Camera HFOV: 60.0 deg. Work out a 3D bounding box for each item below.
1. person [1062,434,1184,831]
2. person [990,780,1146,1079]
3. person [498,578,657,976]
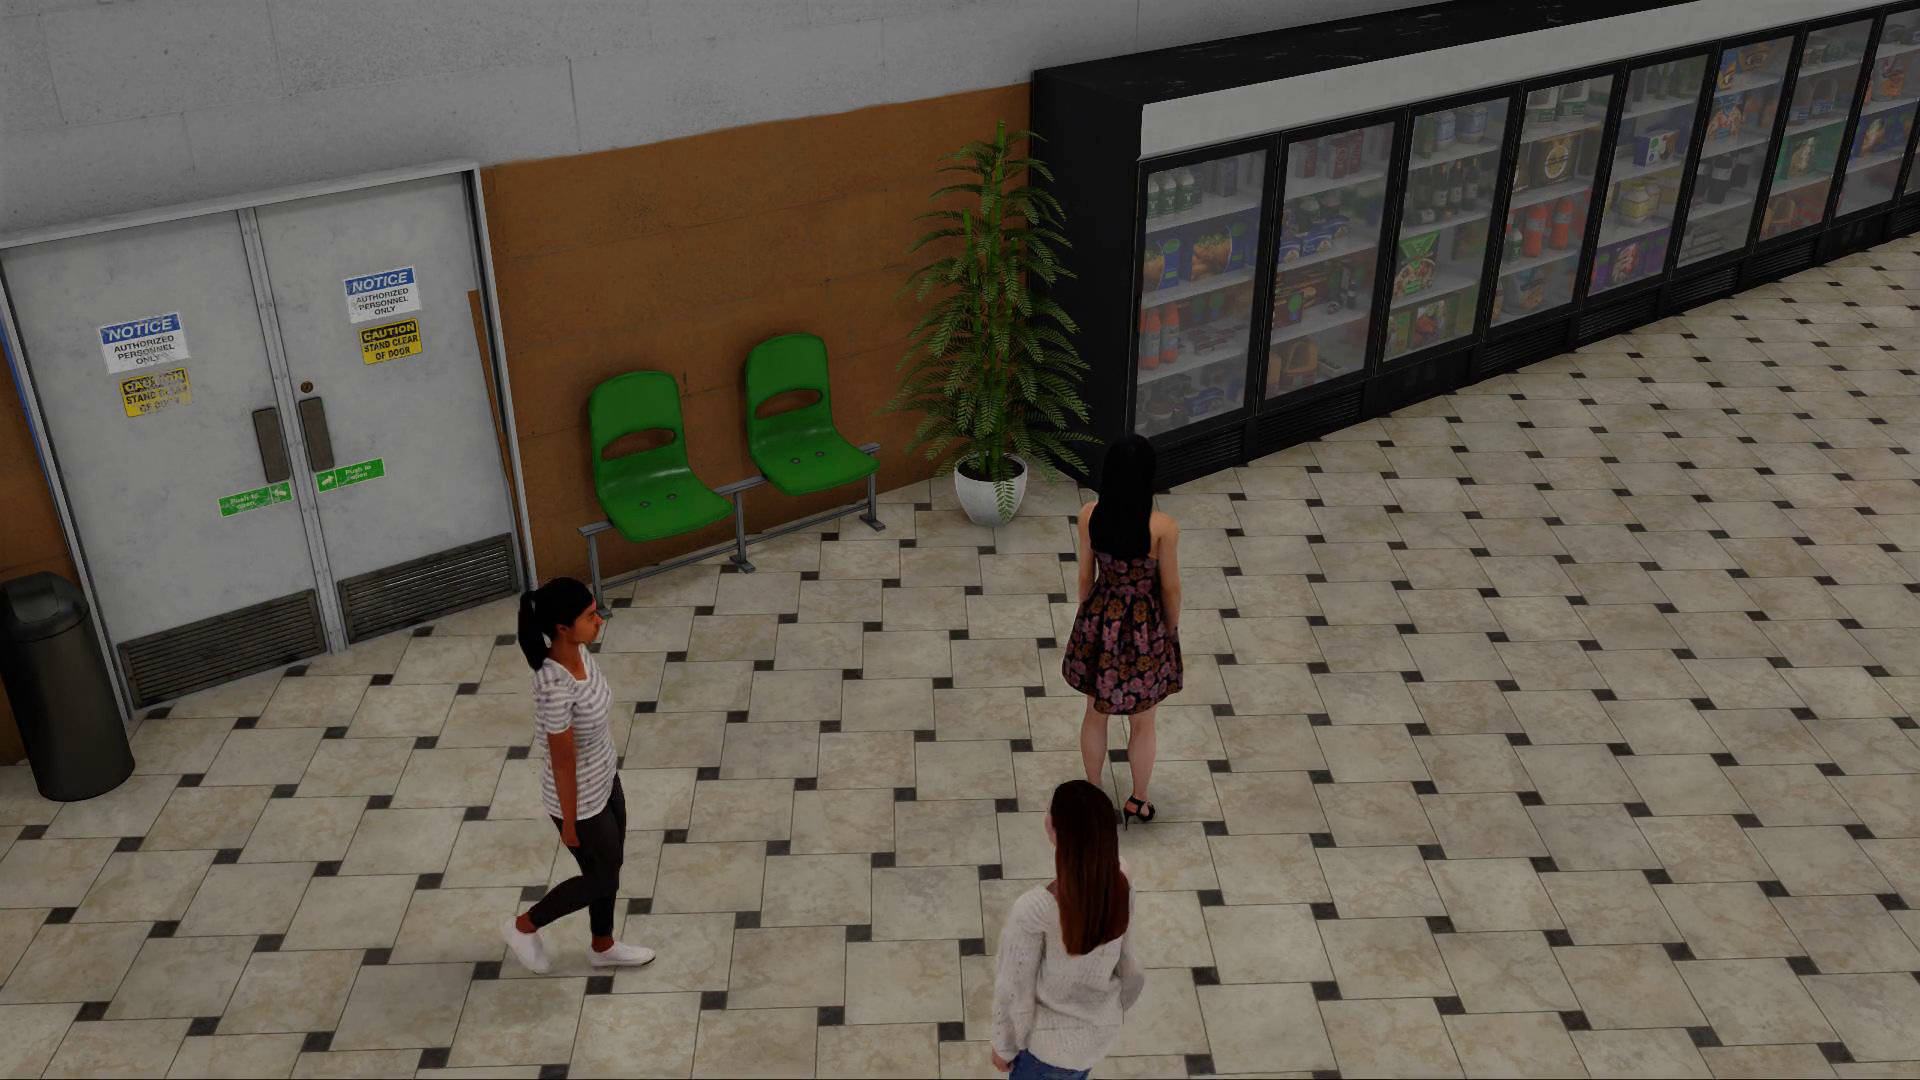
[{"bbox_3d":[0.657,0.387,6.622,0.784,1.775,0.860,10,30,18],"label":"person"},{"bbox_3d":[0.349,1.454,4.770,0.659,1.677,0.913,-21,35,-33],"label":"person"},{"bbox_3d":[-1.420,0.886,5.864,0.865,1.625,0.828,2,29,3],"label":"person"}]
